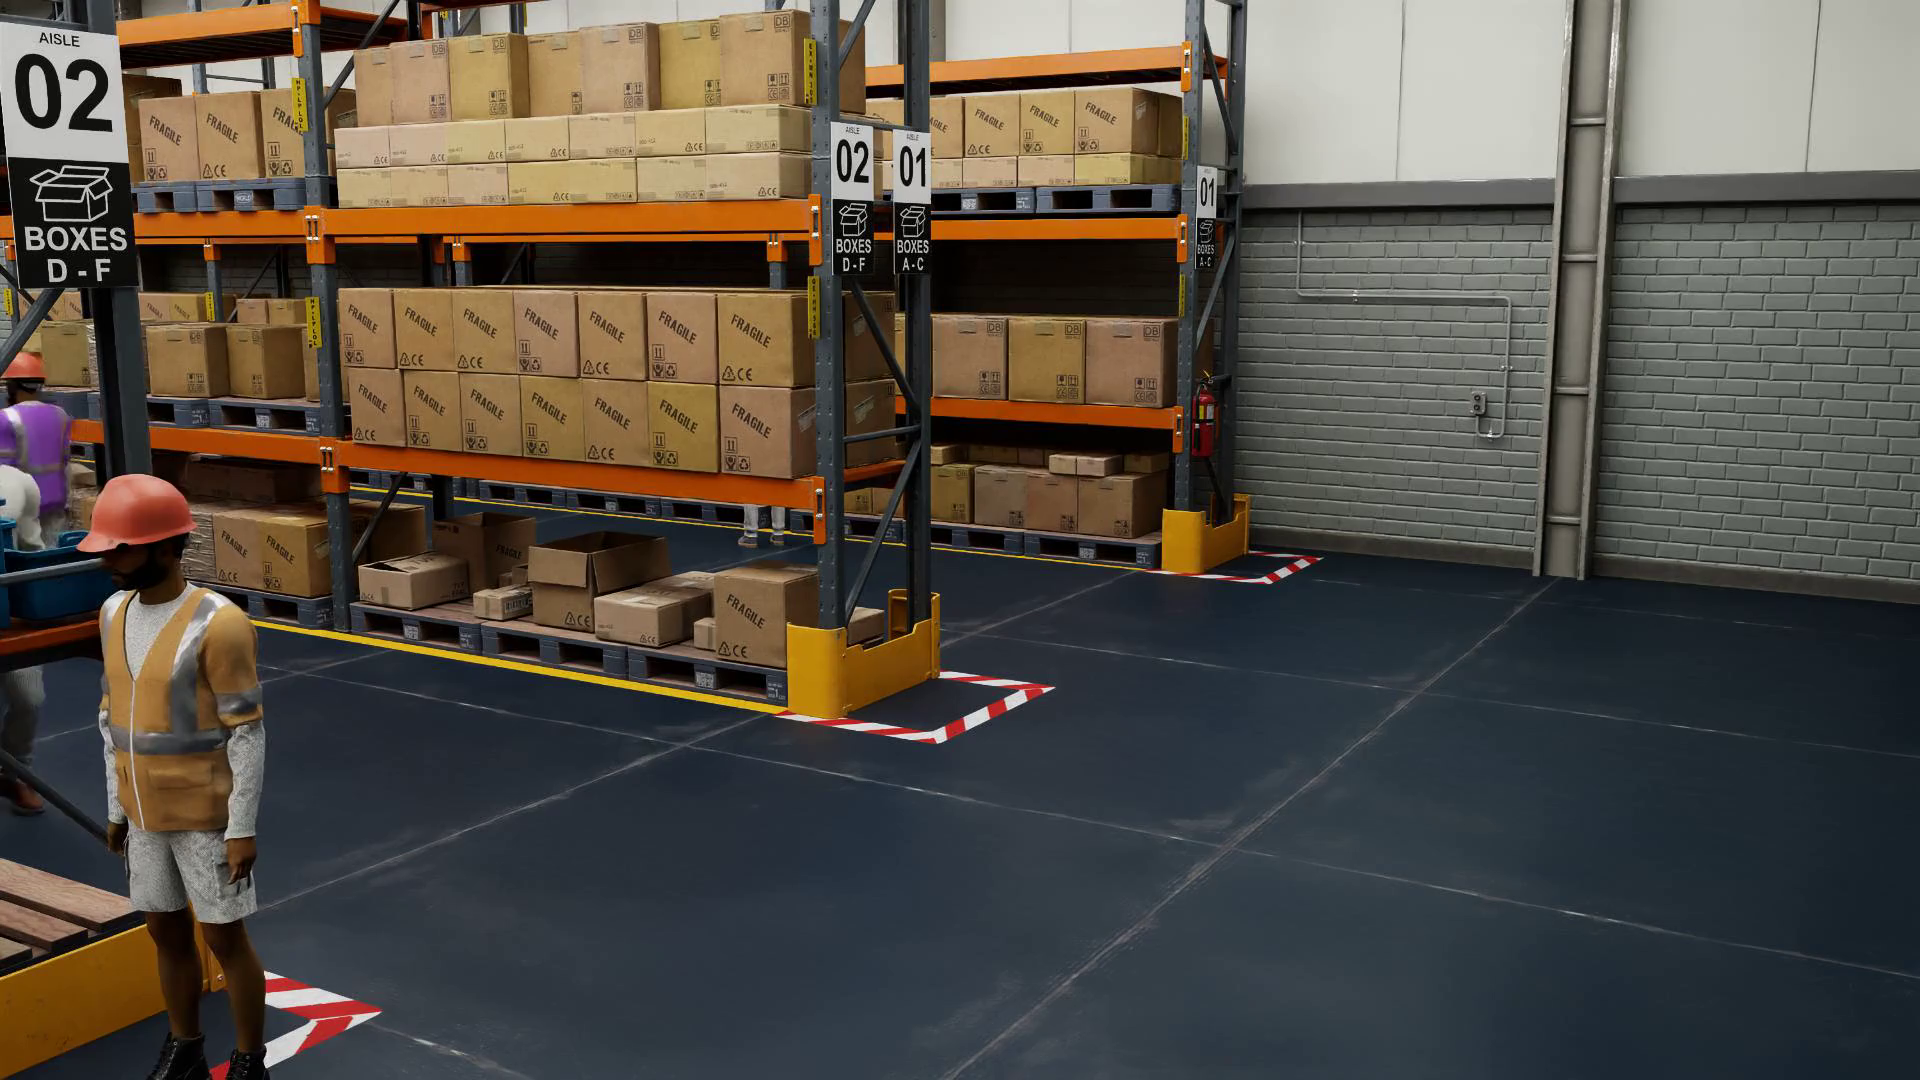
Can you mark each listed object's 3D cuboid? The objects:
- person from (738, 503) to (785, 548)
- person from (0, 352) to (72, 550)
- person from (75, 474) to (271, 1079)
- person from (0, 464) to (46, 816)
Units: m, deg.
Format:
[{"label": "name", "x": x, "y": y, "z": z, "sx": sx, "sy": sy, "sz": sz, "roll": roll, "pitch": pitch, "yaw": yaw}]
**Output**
[{"label": "person", "x": -1.759, "y": -0.869, "z": 14.492, "sx": 0.575, "sy": 1.882, "sz": 0.360, "roll": -4, "pitch": 11, "yaw": -23}, {"label": "person", "x": -6.020, "y": -0.257, "z": 10.792, "sx": 0.410, "sy": 1.917, "sz": 0.564, "roll": 4, "pitch": 11, "yaw": 23}, {"label": "person", "x": -2.251, "y": 0.767, "z": 4.760, "sx": 0.550, "sy": 1.933, "sz": 0.375, "roll": 4, "pitch": 11, "yaw": 23}, {"label": "person", "x": -4.346, "y": 0.346, "z": 7.335, "sx": 0.512, "sy": 1.907, "sz": 0.632, "roll": 8, "pitch": 12, "yaw": 39}]
